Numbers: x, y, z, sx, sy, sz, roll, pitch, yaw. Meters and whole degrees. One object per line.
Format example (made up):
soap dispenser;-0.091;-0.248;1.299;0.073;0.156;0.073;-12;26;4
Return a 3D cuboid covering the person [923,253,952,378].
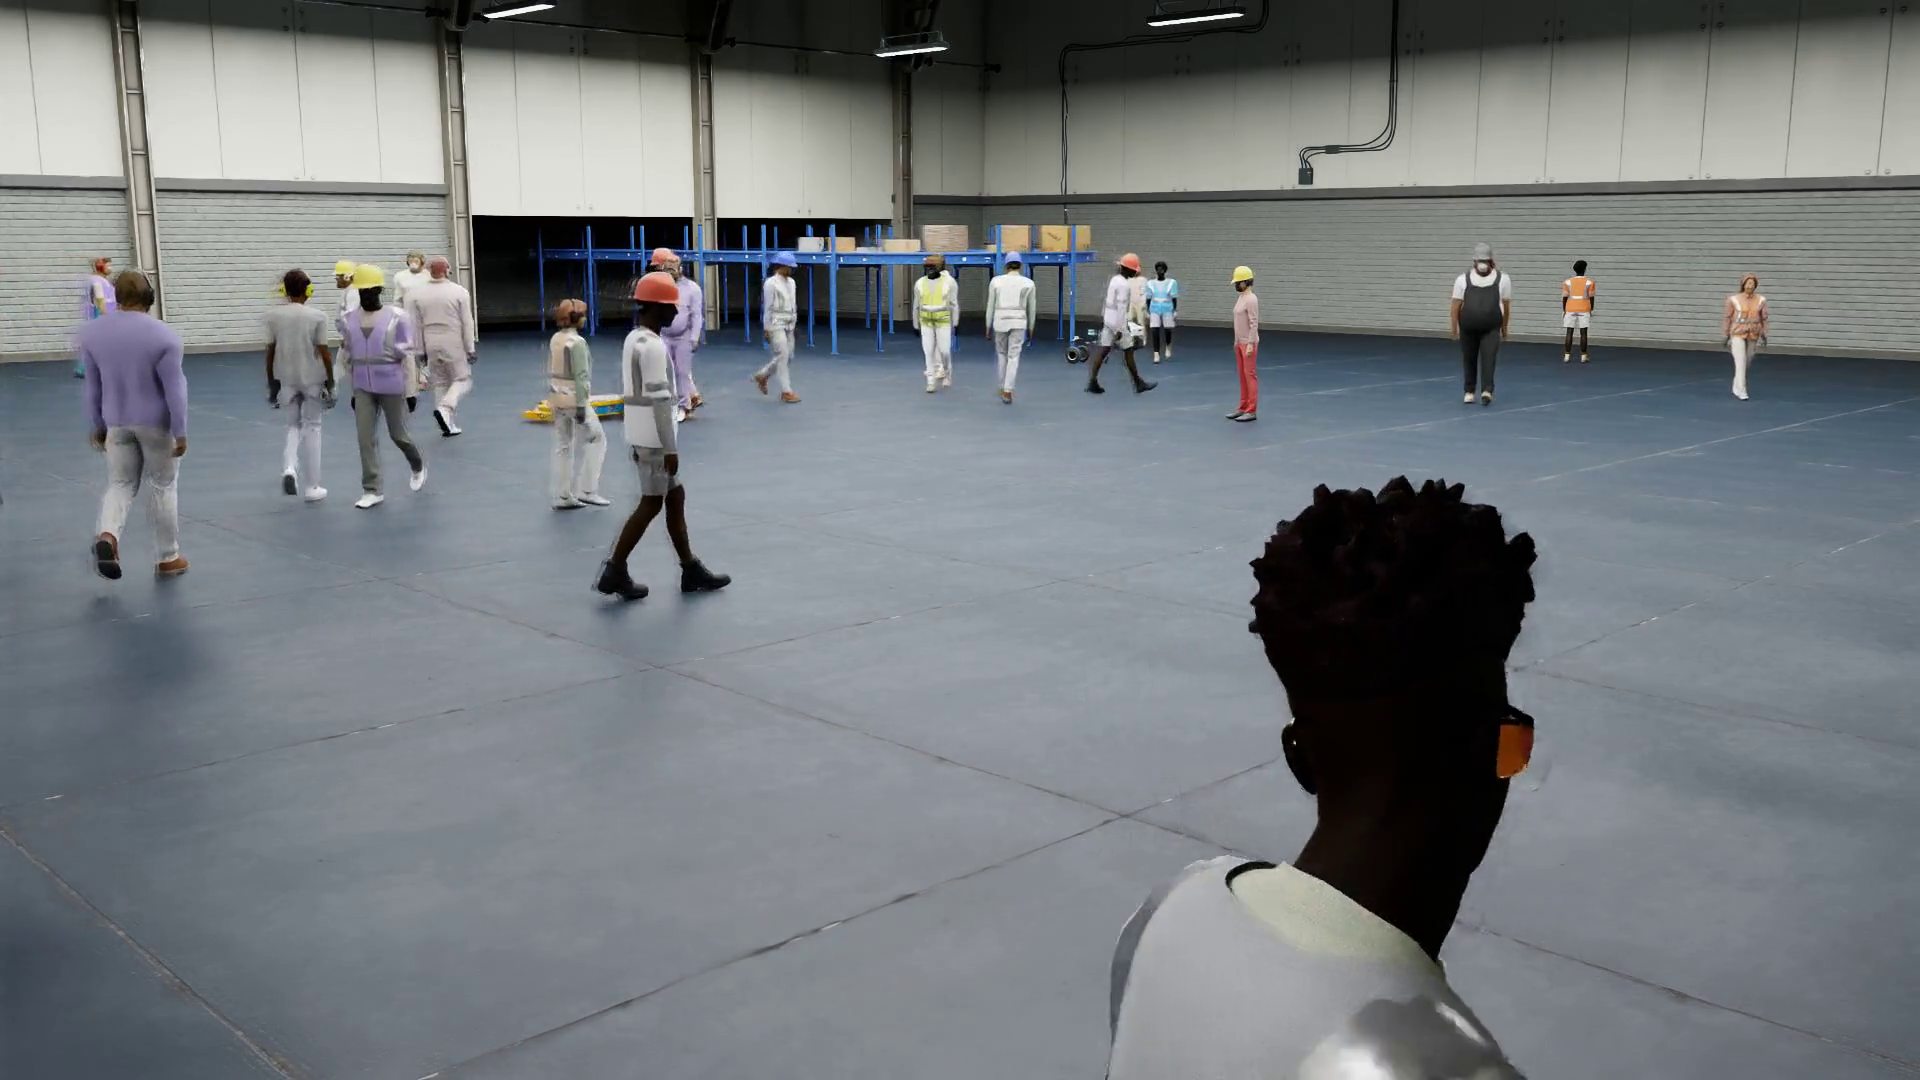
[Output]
person;-0.330;-3.353;24.856;0.429;1.844;0.625;-4;11;-20

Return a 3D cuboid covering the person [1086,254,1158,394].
person;2.154;-2.879;22.232;0.965;1.863;0.528;-3;11;-15

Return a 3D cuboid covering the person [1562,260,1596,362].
person;10.345;-3.826;27.839;0.530;1.693;0.321;5;11;25

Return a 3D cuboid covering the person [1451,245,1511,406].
person;6.482;-2.684;20.782;0.694;2.000;0.978;4;11;23

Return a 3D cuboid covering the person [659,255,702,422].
person;-3.248;-2.277;18.877;0.656;1.885;0.486;1;10;3

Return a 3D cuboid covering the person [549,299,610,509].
person;-2.952;-1.049;12.899;0.496;1.623;0.517;-9;14;-40

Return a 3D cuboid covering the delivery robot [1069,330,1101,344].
delivery robot;2.185;-3.395;27.747;0.698;0.223;0.335;5;12;25

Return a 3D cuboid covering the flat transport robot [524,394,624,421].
flat transport robot;-4.312;-1.556;19.461;0.652;0.197;1.431;8;13;38

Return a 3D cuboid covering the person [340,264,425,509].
person;-4.581;-1.245;13.237;0.595;1.896;0.858;1;10;6

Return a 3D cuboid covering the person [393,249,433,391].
person;-7.457;-3.041;22.935;0.641;1.924;0.615;0;10;0

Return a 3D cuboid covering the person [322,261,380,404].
person;-7.673;-2.573;20.740;0.911;1.782;0.623;-5;11;-24

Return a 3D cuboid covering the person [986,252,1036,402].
person;0.656;-2.726;21.302;0.618;1.883;0.898;2;11;9

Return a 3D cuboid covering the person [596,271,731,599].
person;-1.777;-0.609;9.721;0.817;1.908;0.562;-4;11;-20

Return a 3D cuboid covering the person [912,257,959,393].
person;-0.330;-2.916;22.551;0.665;1.822;0.440;3;11;15

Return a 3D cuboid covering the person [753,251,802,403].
person;-2.353;-2.730;21.261;0.729;1.921;0.645;5;12;27

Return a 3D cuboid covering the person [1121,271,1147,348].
person;3.334;-4.475;31.635;0.496;1.599;0.824;5;12;26

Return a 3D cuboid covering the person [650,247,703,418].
person;-3.329;-2.405;19.318;0.470;1.967;0.641;4;11;22

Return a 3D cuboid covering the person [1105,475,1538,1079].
person;0.273;0.916;1.347;0.473;1.923;0.658;-3;11;-14

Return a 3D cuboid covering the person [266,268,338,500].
person;-5.274;-1.240;13.310;0.545;1.852;0.444;0;10;0

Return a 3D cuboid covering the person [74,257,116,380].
person;-12.539;-3.234;24.329;0.952;1.804;0.581;-2;11;-12

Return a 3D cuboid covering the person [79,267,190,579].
person;-5.012;-0.687;10.097;0.634;1.921;0.698;0;10;-1

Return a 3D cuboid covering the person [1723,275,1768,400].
person;10.241;-2.659;21.709;0.522;1.604;0.816;1;10;7

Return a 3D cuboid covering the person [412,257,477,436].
person;-5.409;-2.018;17.441;0.658;1.889;0.568;2;11;13

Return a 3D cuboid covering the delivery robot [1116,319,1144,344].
delivery robot;3.192;-3.910;31.263;0.477;0.478;0.707;5;12;27

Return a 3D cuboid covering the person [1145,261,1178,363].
person;3.356;-3.802;27.717;0.548;1.684;0.427;3;11;15

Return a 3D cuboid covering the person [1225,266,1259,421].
person;3.250;-2.248;19.049;0.335;1.764;0.524;-1;10;-7
